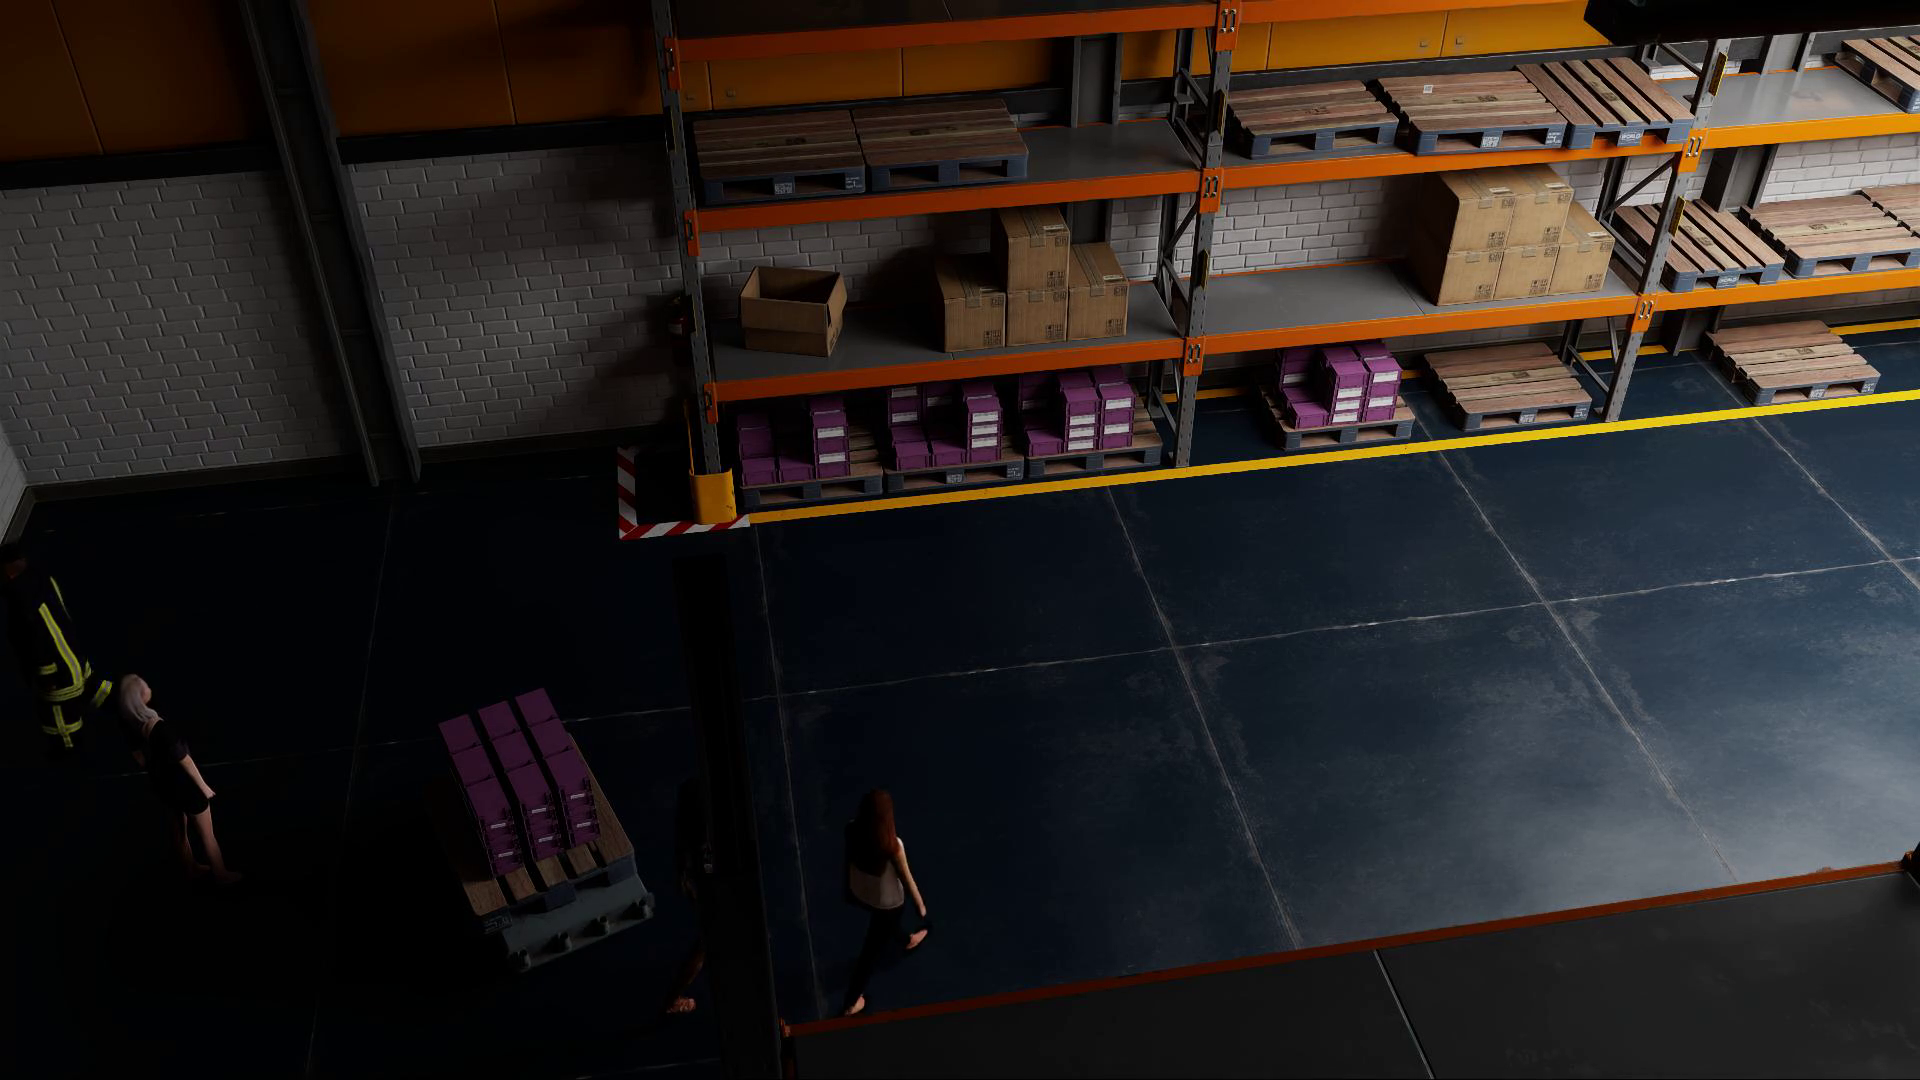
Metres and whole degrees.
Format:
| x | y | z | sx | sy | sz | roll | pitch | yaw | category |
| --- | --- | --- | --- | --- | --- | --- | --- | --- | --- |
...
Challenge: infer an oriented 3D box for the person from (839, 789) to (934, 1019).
| x | y | z | sx | sy | sz | roll | pitch | yaw | category |
| --- | --- | --- | --- | --- | --- | --- | --- | --- | --- |
| -0.522 | 2.134 | 9.617 | 1.047 | 1.675 | 1.170 | 28 | 47 | 31 | person |

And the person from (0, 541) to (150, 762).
| x | y | z | sx | sy | sz | roll | pitch | yaw | category |
| --- | --- | --- | --- | --- | --- | --- | --- | --- | --- |
| -6.067 | 0.737 | 11.233 | 0.950 | 1.840 | 0.738 | -8 | 39 | -10 | person |

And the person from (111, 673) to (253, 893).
| x | y | z | sx | sy | sz | roll | pitch | yaw | category |
| --- | --- | --- | --- | --- | --- | --- | --- | --- | --- |
| -4.851 | 1.507 | 10.277 | 0.599 | 1.830 | 0.714 | 13 | 40 | 15 | person |

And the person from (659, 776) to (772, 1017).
| x | y | z | sx | sy | sz | roll | pitch | yaw | category |
| --- | --- | --- | --- | --- | --- | --- | --- | --- | --- |
| -1.525 | 2.098 | 9.646 | 1.172 | 1.695 | 0.976 | -29 | 47 | -31 | person |
